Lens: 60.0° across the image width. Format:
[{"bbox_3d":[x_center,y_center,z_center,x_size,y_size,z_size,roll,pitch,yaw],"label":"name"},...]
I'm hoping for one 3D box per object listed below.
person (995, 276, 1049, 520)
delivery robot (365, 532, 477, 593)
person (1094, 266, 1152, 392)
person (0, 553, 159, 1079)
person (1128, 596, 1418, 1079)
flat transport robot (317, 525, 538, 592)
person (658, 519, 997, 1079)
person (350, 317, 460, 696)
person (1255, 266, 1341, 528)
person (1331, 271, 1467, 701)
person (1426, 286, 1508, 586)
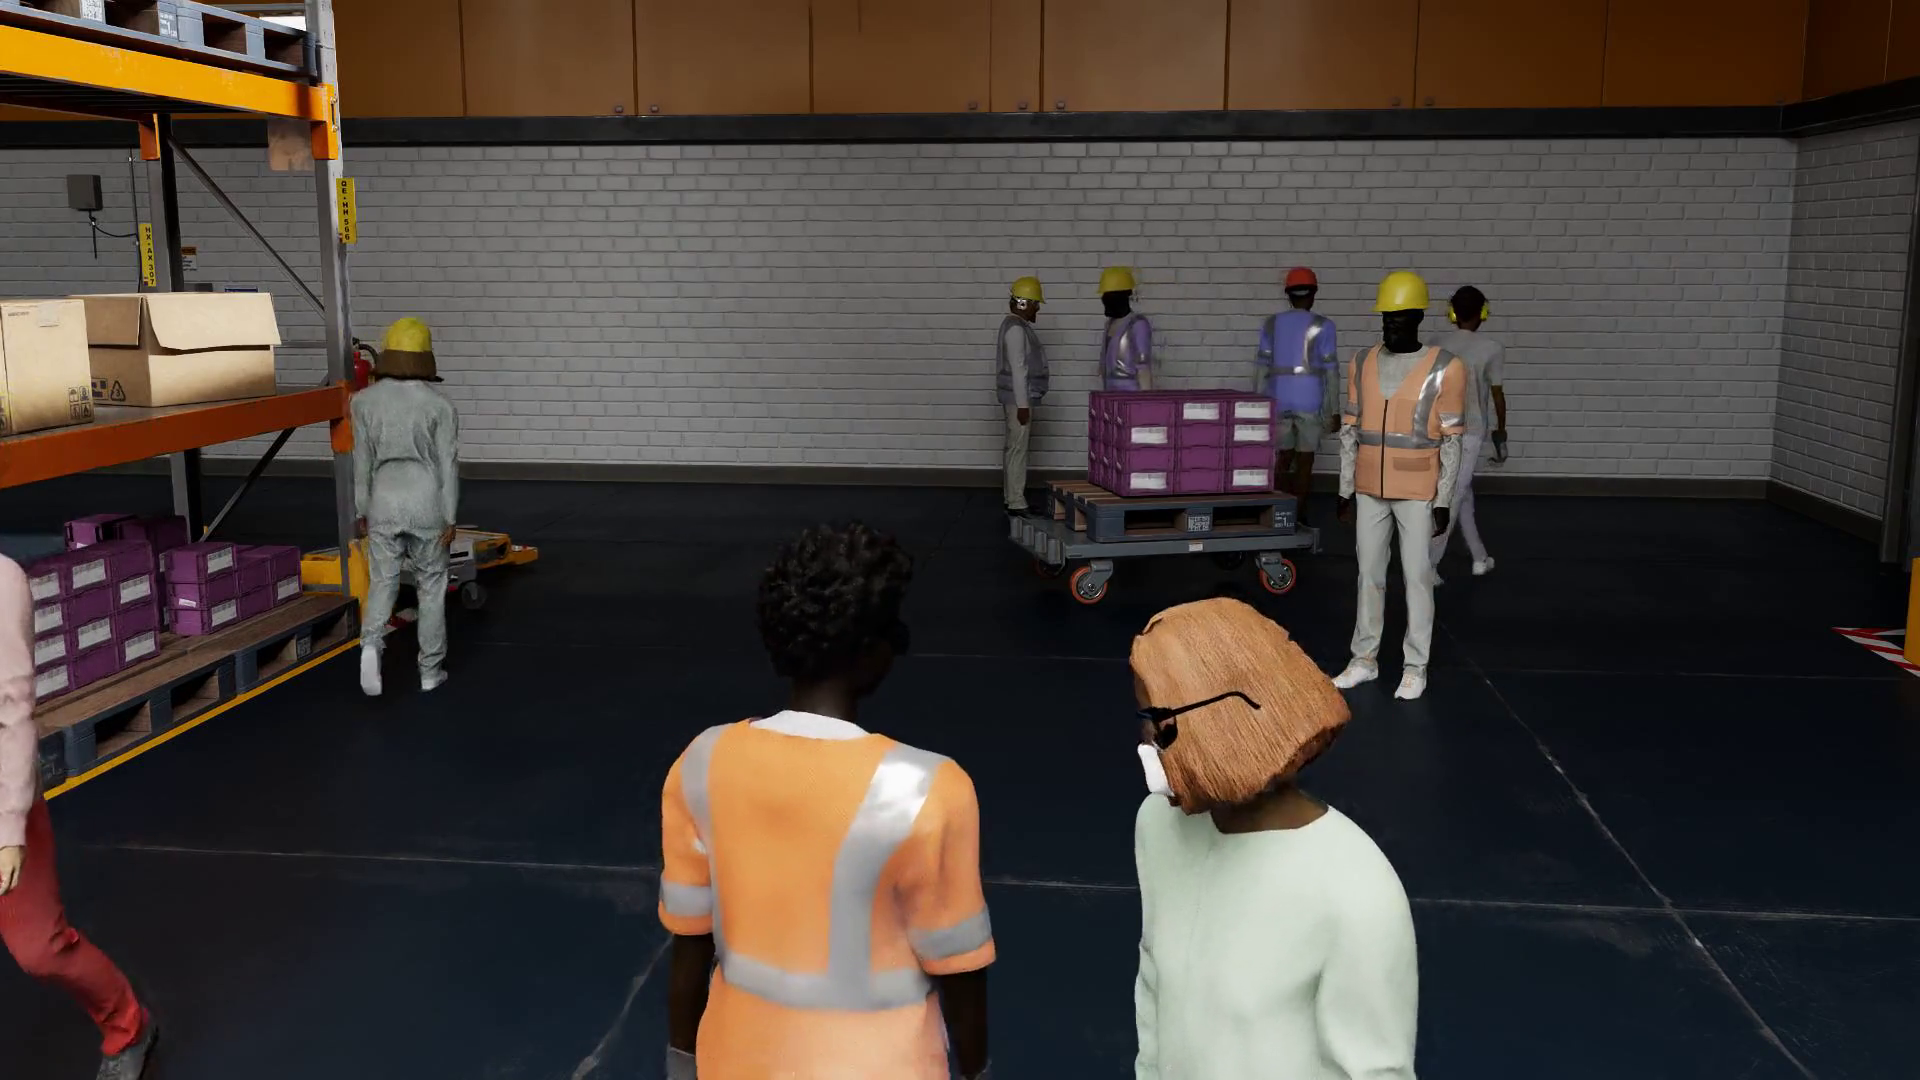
[{"bbox_3d":[0.469,-1.062,12.516,0.403,1.823,0.587,0,10,-2],"label":"person"},{"bbox_3d":[-3.044,0.078,9.350,0.707,0.478,0.477,8,13,39],"label":"delivery robot"},{"bbox_3d":[1.085,-0.961,11.689,0.561,1.906,0.599,-3,10,-14],"label":"person"},{"bbox_3d":[-2.126,0.546,3.573,0.525,1.733,0.861,2,10,11],"label":"person"},{"bbox_3d":[0.458,0.857,2.186,0.579,1.602,0.515,-6,11,-29],"label":"person"},{"bbox_3d":[-3.336,0.114,10.220,0.652,0.197,1.431,5,11,28],"label":"flat transport robot"},{"bbox_3d":[-0.228,0.795,2.389,0.516,1.646,0.888,8,13,38],"label":"person"},{"bbox_3d":[-2.494,-0.131,7.454,0.497,1.723,0.626,0,10,-3],"label":"person"},{"bbox_3d":[2.368,-0.948,11.612,0.582,1.907,0.448,8,13,38],"label":"person"},{"bbox_3d":[1.972,-0.243,7.527,0.587,1.928,0.363,9,13,40],"label":"person"},{"bbox_3d":[3.044,-0.635,10.131,0.970,1.811,0.513,-9,14,-43],"label":"person"}]
